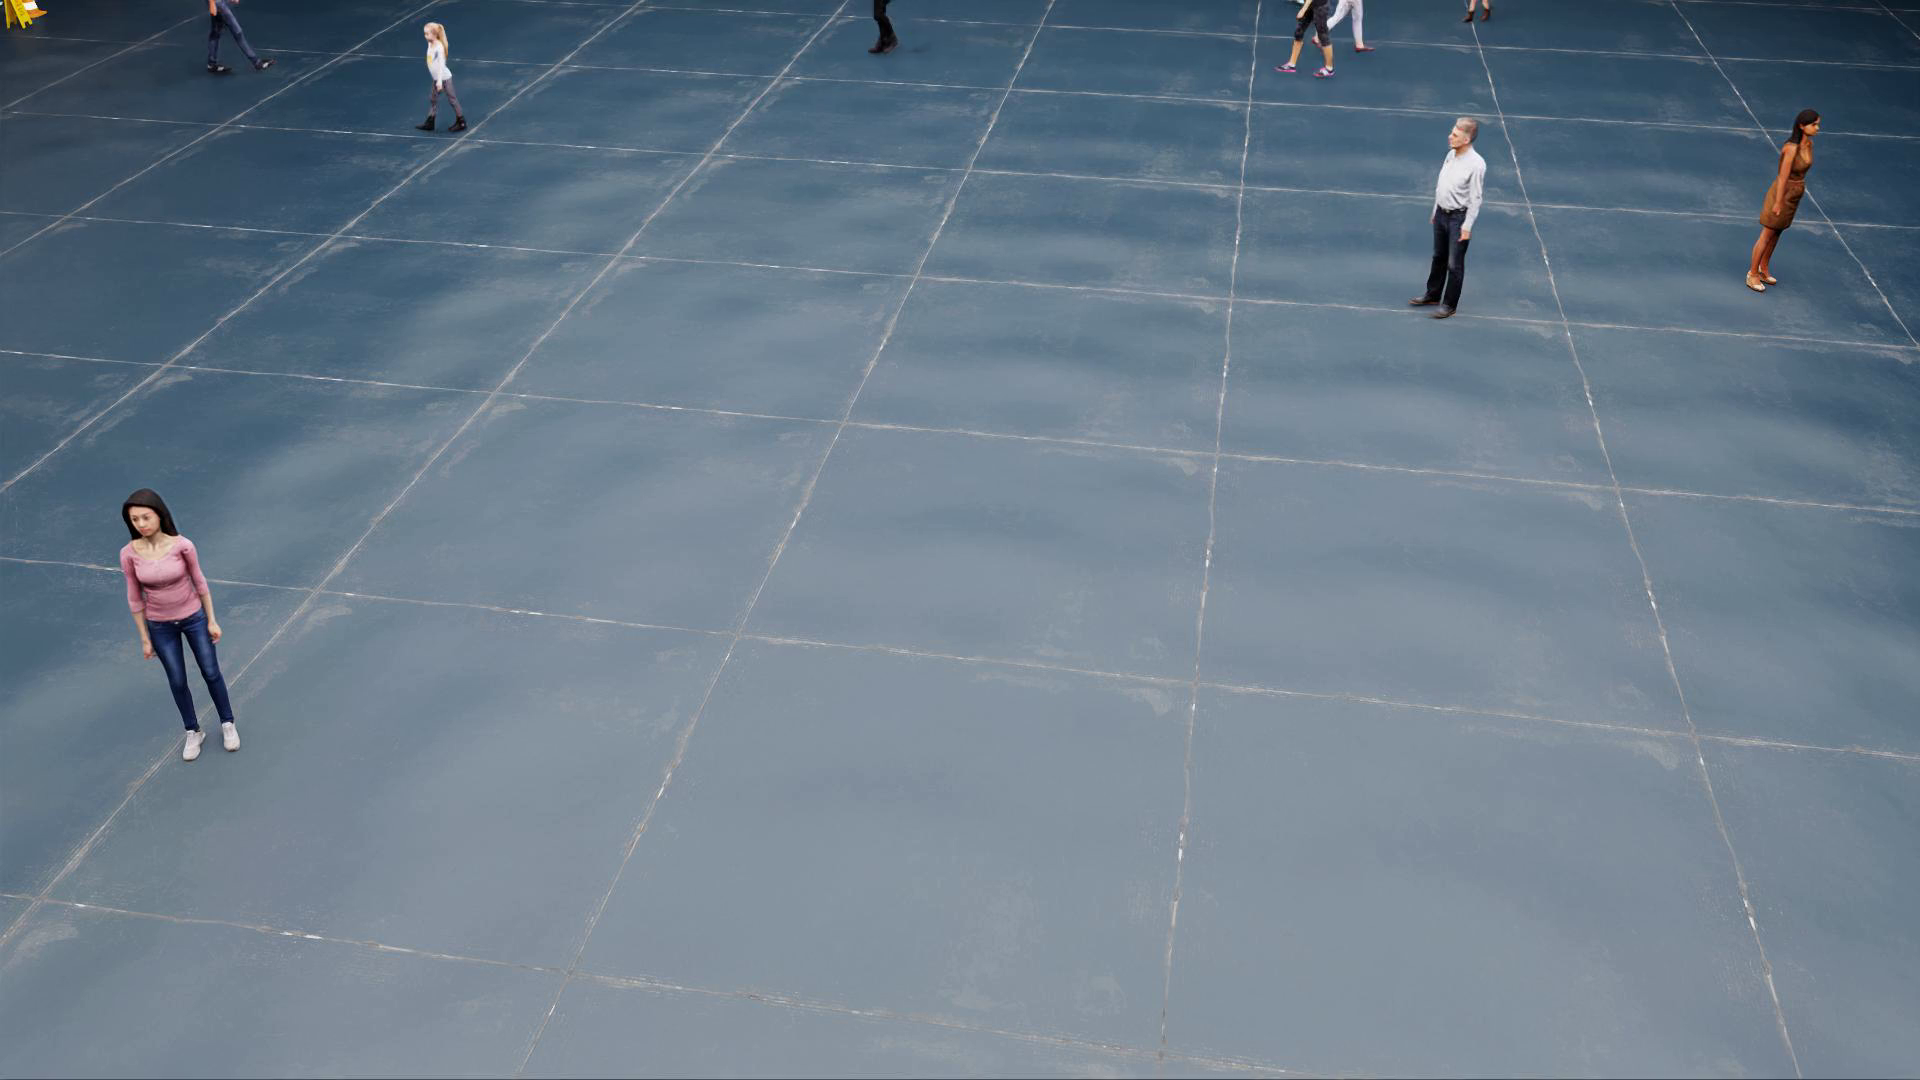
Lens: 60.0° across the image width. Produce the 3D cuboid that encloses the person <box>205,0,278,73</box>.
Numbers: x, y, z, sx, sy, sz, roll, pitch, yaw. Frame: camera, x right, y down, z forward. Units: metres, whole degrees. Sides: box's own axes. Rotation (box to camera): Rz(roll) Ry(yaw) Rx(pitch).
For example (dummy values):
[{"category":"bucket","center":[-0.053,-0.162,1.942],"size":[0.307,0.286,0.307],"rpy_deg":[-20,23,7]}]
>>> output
[{"category":"person","center":[-9.465,-6.785,20.980],"size":[1.203,1.830,0.955],"rpy_deg":[-8,33,-13]}]

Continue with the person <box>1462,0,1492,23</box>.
[{"category":"person","center":[7.367,-7.803,23.360],"size":[0.773,1.014,0.705],"rpy_deg":[-20,38,-29]}]

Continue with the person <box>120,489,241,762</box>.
[{"category":"person","center":[-4.484,0.476,9.552],"size":[0.596,1.742,0.715],"rpy_deg":[-10,34,-15]}]

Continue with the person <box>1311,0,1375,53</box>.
[{"category":"person","center":[5.049,-7.172,21.833],"size":[1.047,1.575,0.603],"rpy_deg":[6,33,9]}]

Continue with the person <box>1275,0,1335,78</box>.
[{"category":"person","center":[4.603,-6.663,20.914],"size":[1.024,1.695,0.724],"rpy_deg":[-3,32,-4]}]

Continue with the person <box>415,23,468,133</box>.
[{"category":"person","center":[-5.927,-5.340,19.227],"size":[0.861,1.258,0.826],"rpy_deg":[-23,39,-32]}]

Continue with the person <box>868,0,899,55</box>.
[{"category":"person","center":[-0.960,-7.265,21.803],"size":[0.821,1.764,0.774],"rpy_deg":[-16,35,-23]}]

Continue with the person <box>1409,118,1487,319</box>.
[{"category":"person","center":[4.405,-2.886,14.812],"size":[0.758,1.817,0.741],"rpy_deg":[-13,34,-20]}]

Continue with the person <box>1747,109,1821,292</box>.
[{"category":"person","center":[7.602,-3.142,15.339],"size":[0.637,1.689,0.681],"rpy_deg":[-25,40,-33]}]
